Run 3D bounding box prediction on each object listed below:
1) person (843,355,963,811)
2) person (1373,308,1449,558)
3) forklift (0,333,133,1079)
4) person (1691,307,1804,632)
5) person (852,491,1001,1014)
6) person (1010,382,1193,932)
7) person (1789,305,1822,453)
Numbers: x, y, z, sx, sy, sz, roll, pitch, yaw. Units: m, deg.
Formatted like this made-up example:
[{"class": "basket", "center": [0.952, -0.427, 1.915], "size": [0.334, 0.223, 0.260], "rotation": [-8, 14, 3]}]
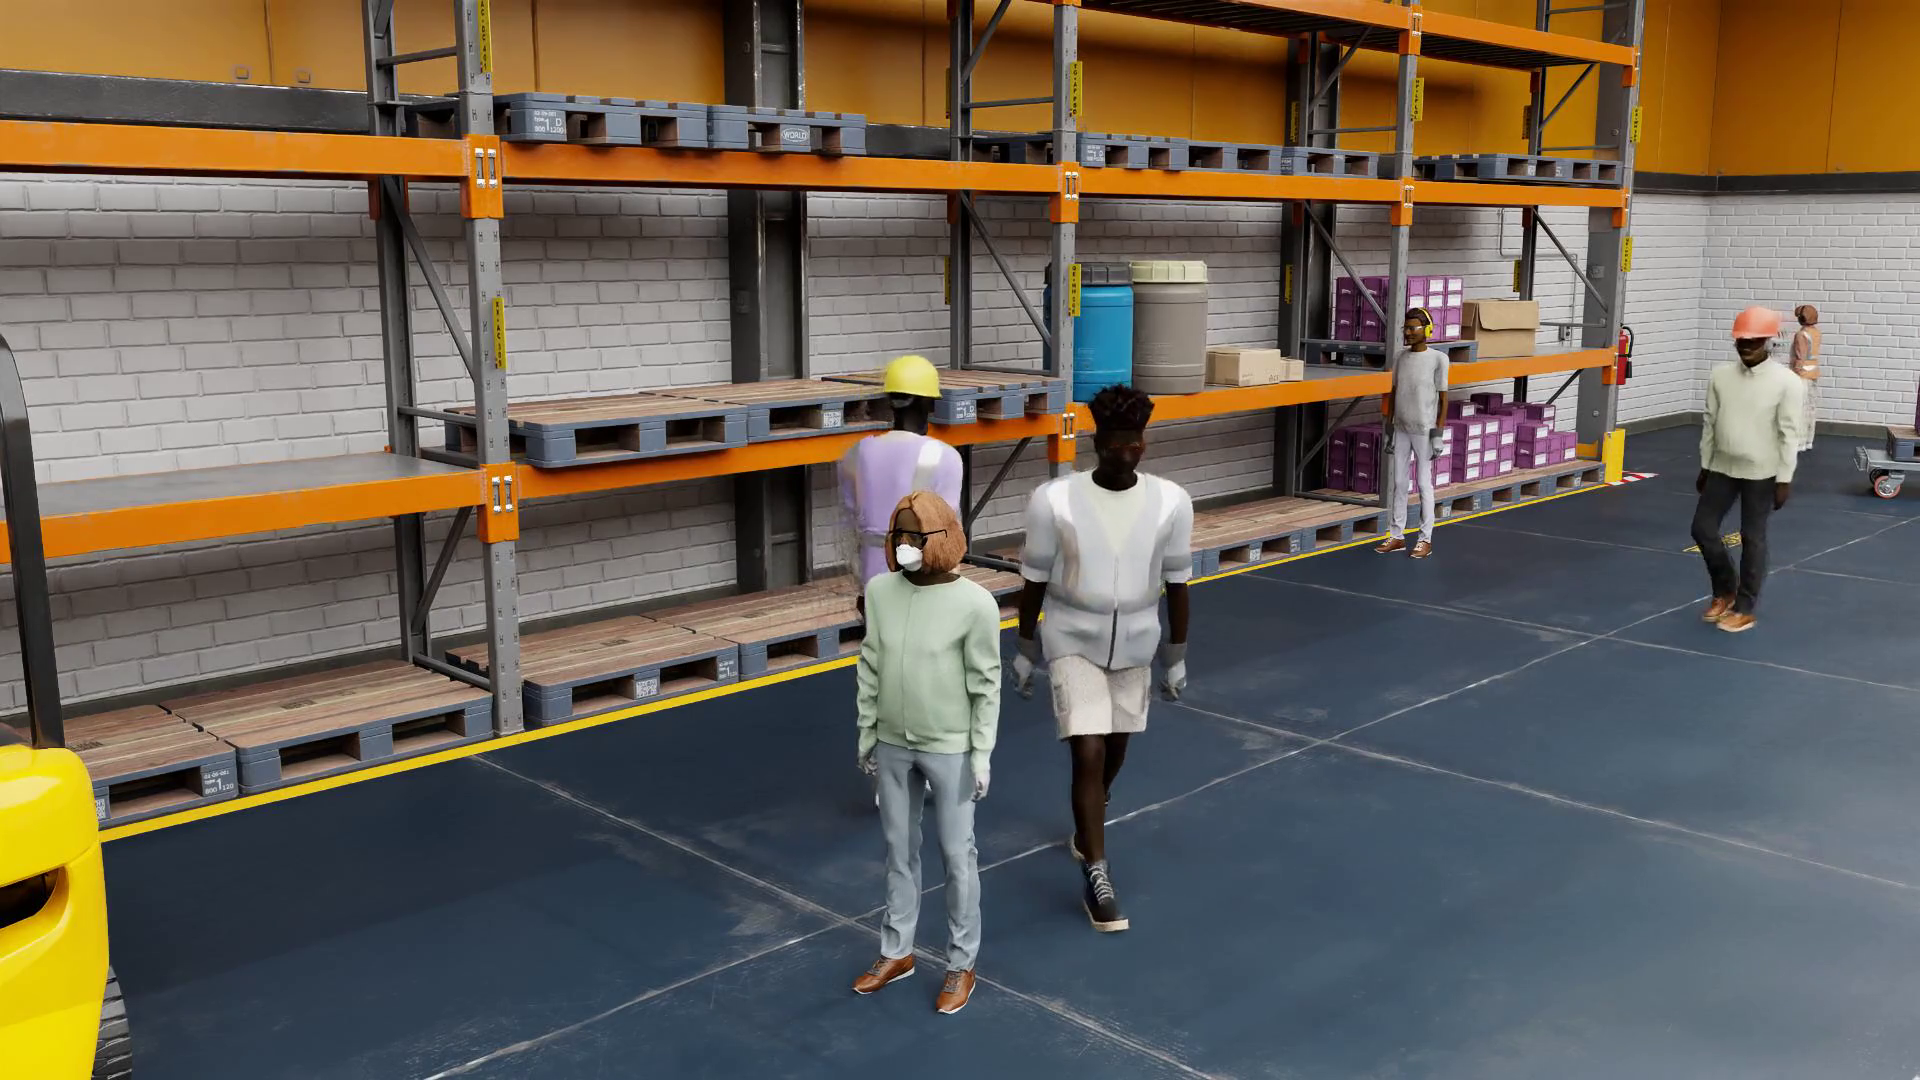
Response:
[{"class": "person", "center": [-0.209, 0.186, 6.968], "size": [0.603, 1.908, 0.493], "rotation": [7, 12, 32]}, {"class": "person", "center": [3.402, -0.803, 12.493], "size": [0.323, 1.871, 0.528], "rotation": [-9, 14, -42]}, {"class": "forklift", "center": [-3.289, 0.485, 4.582], "size": [1.214, 2.155, 2.313], "rotation": [-10, 14, -44]}, {"class": "person", "center": [4.745, -0.417, 10.079], "size": [0.439, 1.978, 0.648], "rotation": [-7, 13, -34]}, {"class": "person", "center": [-0.110, 0.654, 5.188], "size": [0.498, 1.634, 0.281], "rotation": [6, 12, 29]}, {"class": "person", "center": [0.506, 0.356, 6.077], "size": [0.637, 1.913, 0.957], "rotation": [-2, 11, -9]}, {"class": "person", "center": [9.391, -1.791, 18.515], "size": [0.516, 1.636, 0.314], "rotation": [-9, 14, -42]}]
